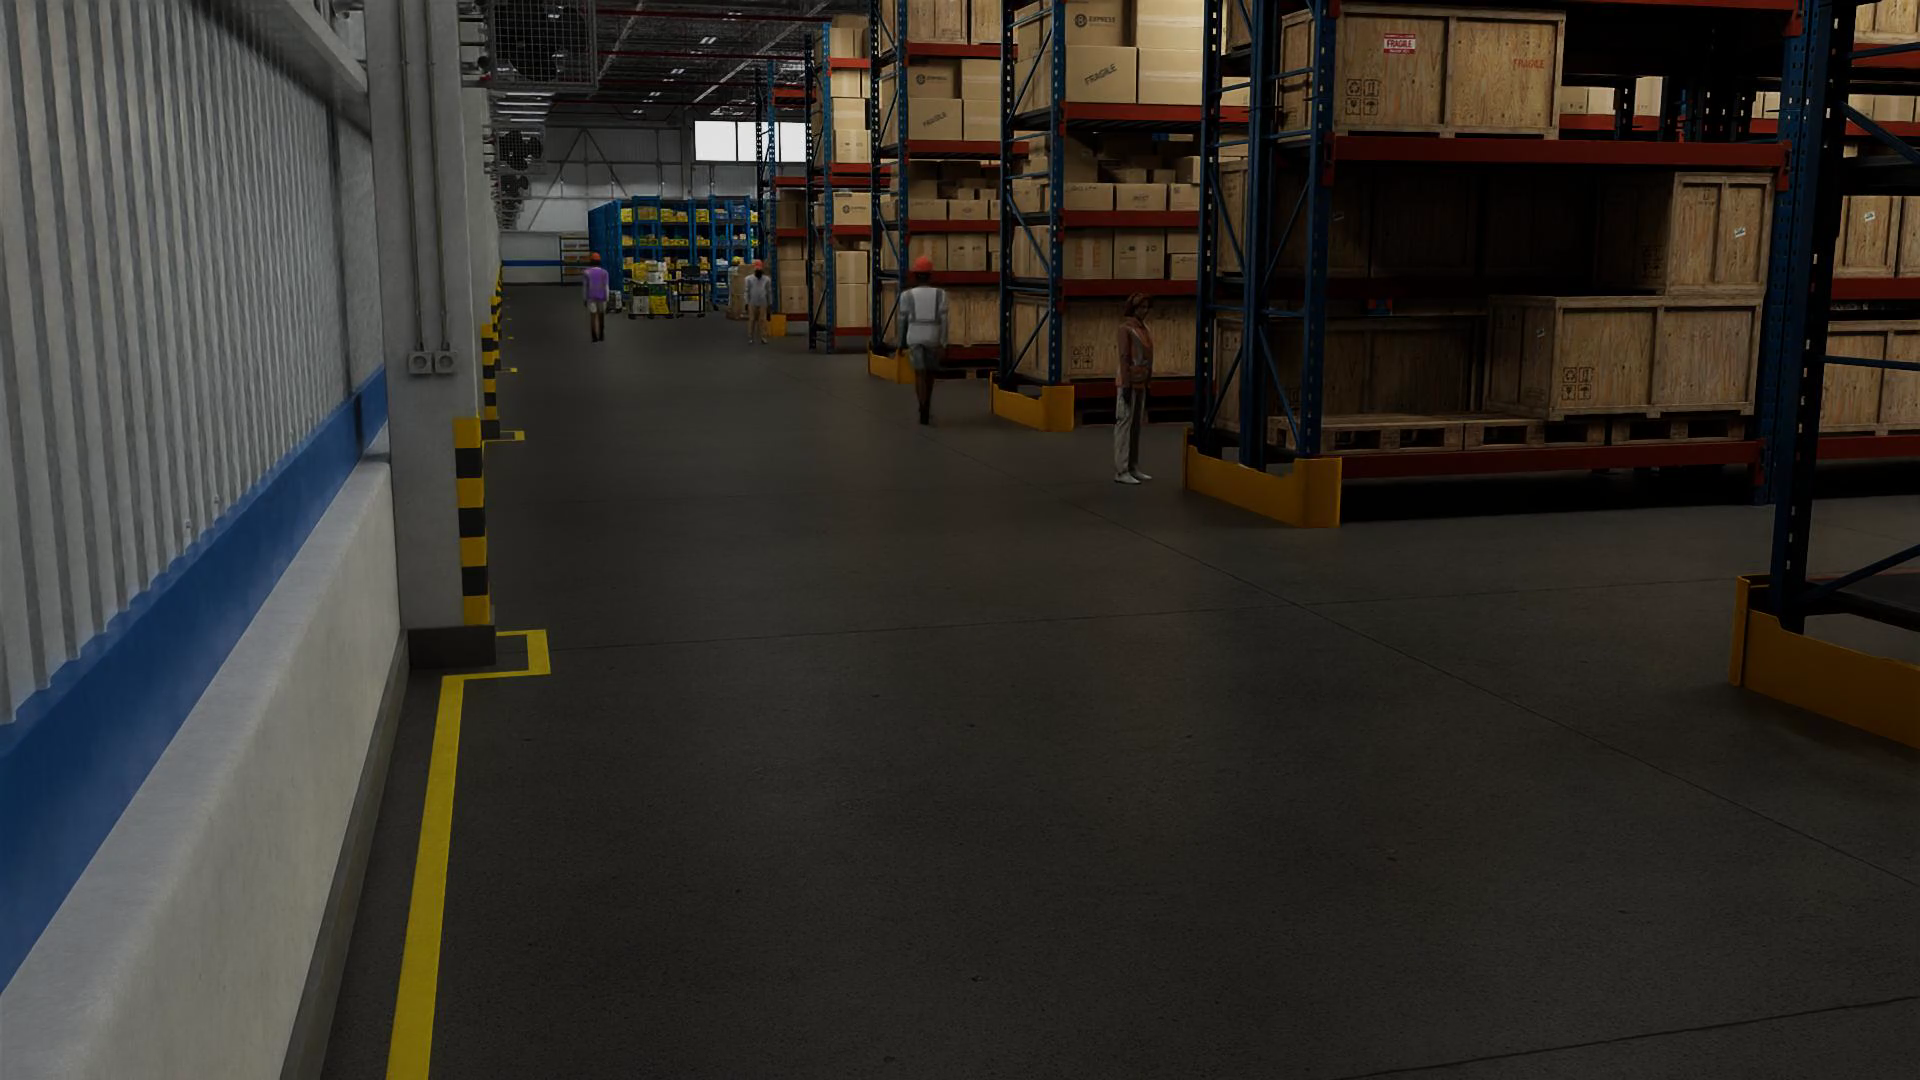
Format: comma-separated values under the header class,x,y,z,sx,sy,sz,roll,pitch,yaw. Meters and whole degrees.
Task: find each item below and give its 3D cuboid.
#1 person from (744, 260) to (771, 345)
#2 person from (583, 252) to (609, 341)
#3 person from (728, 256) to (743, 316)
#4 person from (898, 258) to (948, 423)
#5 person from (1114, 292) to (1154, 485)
class,x,y,z,sx,sy,sz,roll,pitch,yaw
person,-4.167,-4.906,34.343,0.571,1.749,0.343,-3,10,-16
person,-7.772,-5.192,35.538,0.550,1.913,0.866,-1,10,-8
person,-6.489,-7.328,48.121,0.485,1.734,0.348,5,11,26
person,-0.432,-2.300,19.224,0.561,1.889,0.986,-1,10,-8
person,1.491,-1.302,14.267,0.312,1.638,0.512,5,11,28
